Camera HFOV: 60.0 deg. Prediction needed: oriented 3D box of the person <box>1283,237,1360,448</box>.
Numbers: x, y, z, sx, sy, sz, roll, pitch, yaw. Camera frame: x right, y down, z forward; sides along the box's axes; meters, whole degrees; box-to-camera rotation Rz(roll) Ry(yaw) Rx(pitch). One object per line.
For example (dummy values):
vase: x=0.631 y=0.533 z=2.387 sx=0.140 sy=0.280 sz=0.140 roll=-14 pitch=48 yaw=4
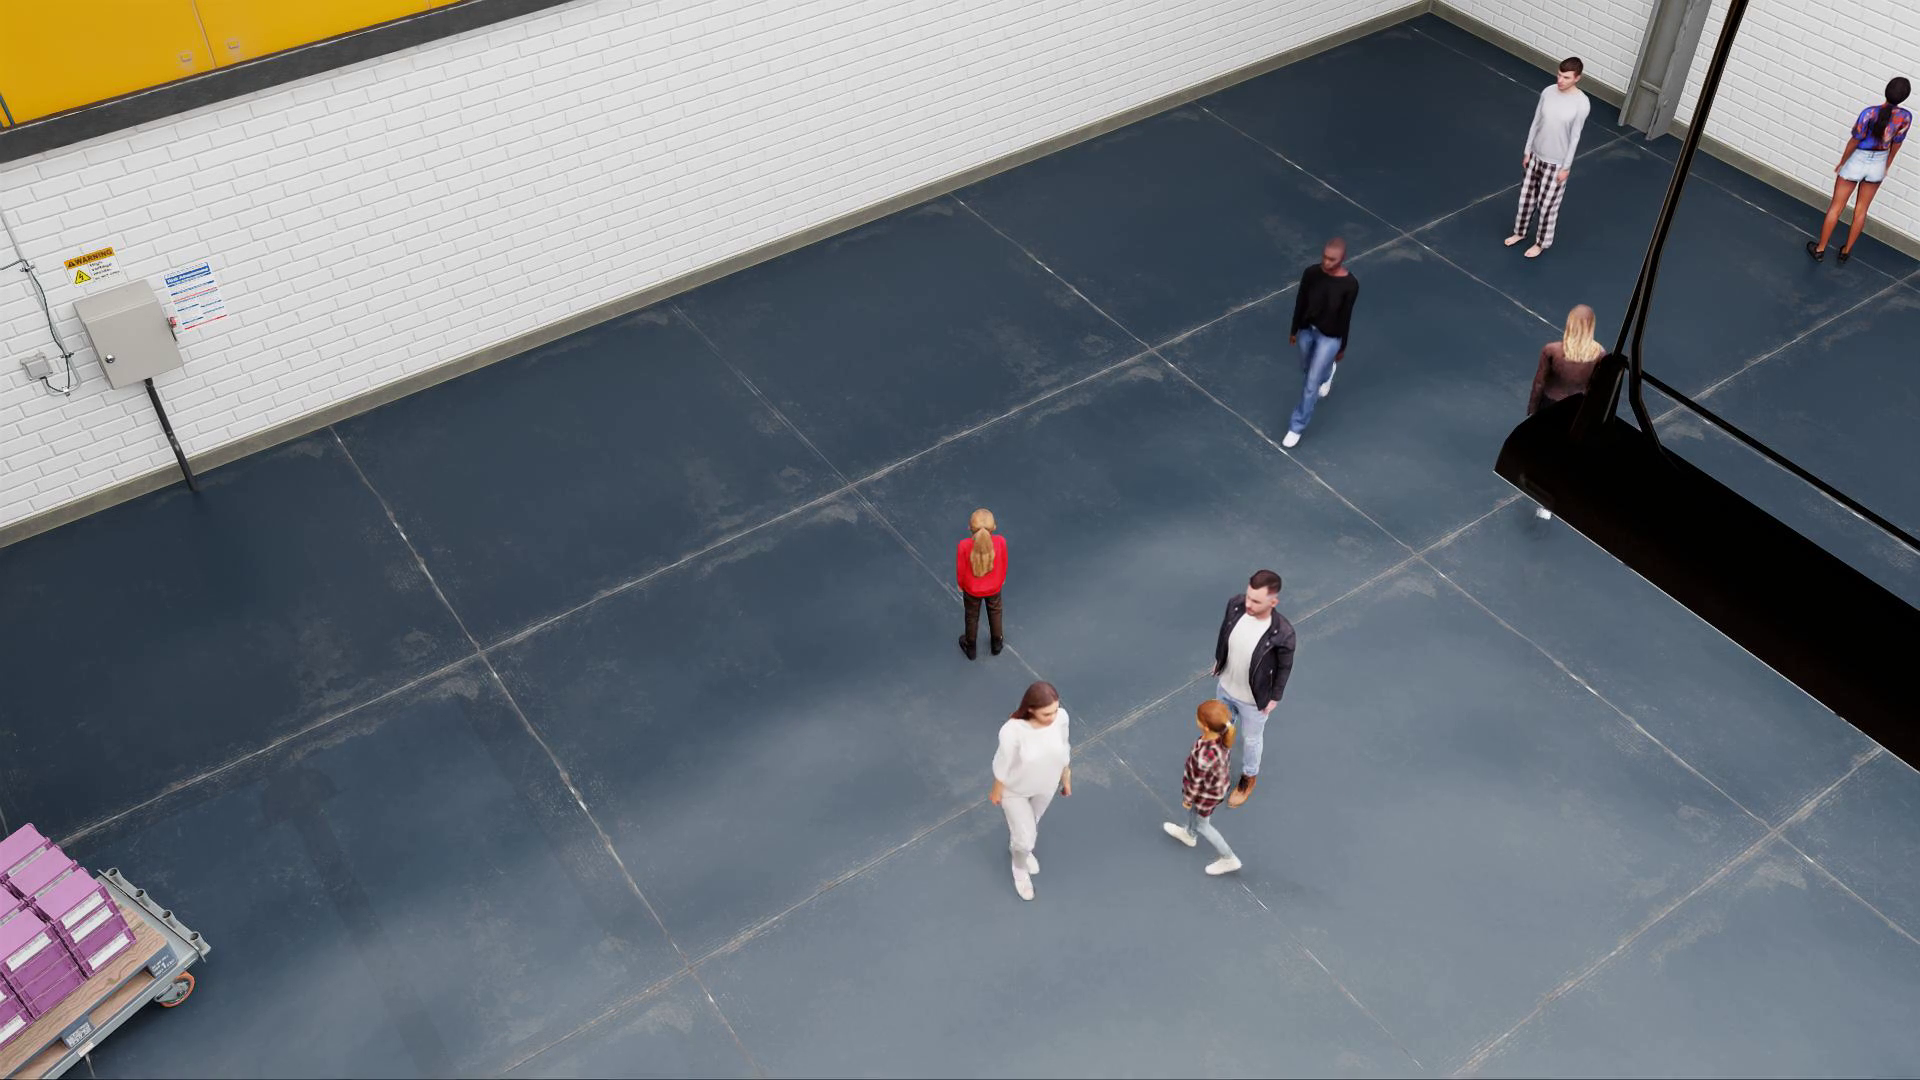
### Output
person: x=2.752 y=-1.573 z=12.579 sx=1.102 sy=1.724 sz=0.921 roll=25 pitch=49 yaw=24

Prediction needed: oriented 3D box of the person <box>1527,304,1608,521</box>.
person: x=4.299 y=-0.893 z=11.904 sx=1.094 sy=1.671 sz=1.114 roll=10 pitch=45 yaw=10

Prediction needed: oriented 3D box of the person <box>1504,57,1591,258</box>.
person: x=5.089 y=-3.301 z=14.306 sx=0.693 sy=1.844 sz=0.516 roll=-31 pitch=52 yaw=-29

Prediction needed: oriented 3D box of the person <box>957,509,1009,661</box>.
person: x=0.147 y=0.284 z=10.951 sx=0.569 sy=1.281 sz=0.605 roll=-8 pitch=44 yaw=-8

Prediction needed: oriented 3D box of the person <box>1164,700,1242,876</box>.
person: x=1.488 y=1.457 z=9.715 sx=0.854 sy=1.288 sz=0.723 roll=18 pitch=47 yaw=18

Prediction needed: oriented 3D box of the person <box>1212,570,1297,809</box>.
person: x=1.717 y=0.856 z=9.947 sx=0.548 sy=1.837 sz=0.751 roll=35 pitch=53 yaw=31

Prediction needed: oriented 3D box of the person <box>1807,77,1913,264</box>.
person: x=7.740 y=-3.176 z=14.248 sx=0.659 sy=1.743 sz=0.725 roll=8 pitch=44 yaw=8

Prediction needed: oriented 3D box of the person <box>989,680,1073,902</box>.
person: x=0.355 y=1.330 z=9.568 sx=0.660 sy=1.675 sz=0.665 roll=-21 pitch=47 yaw=-21
